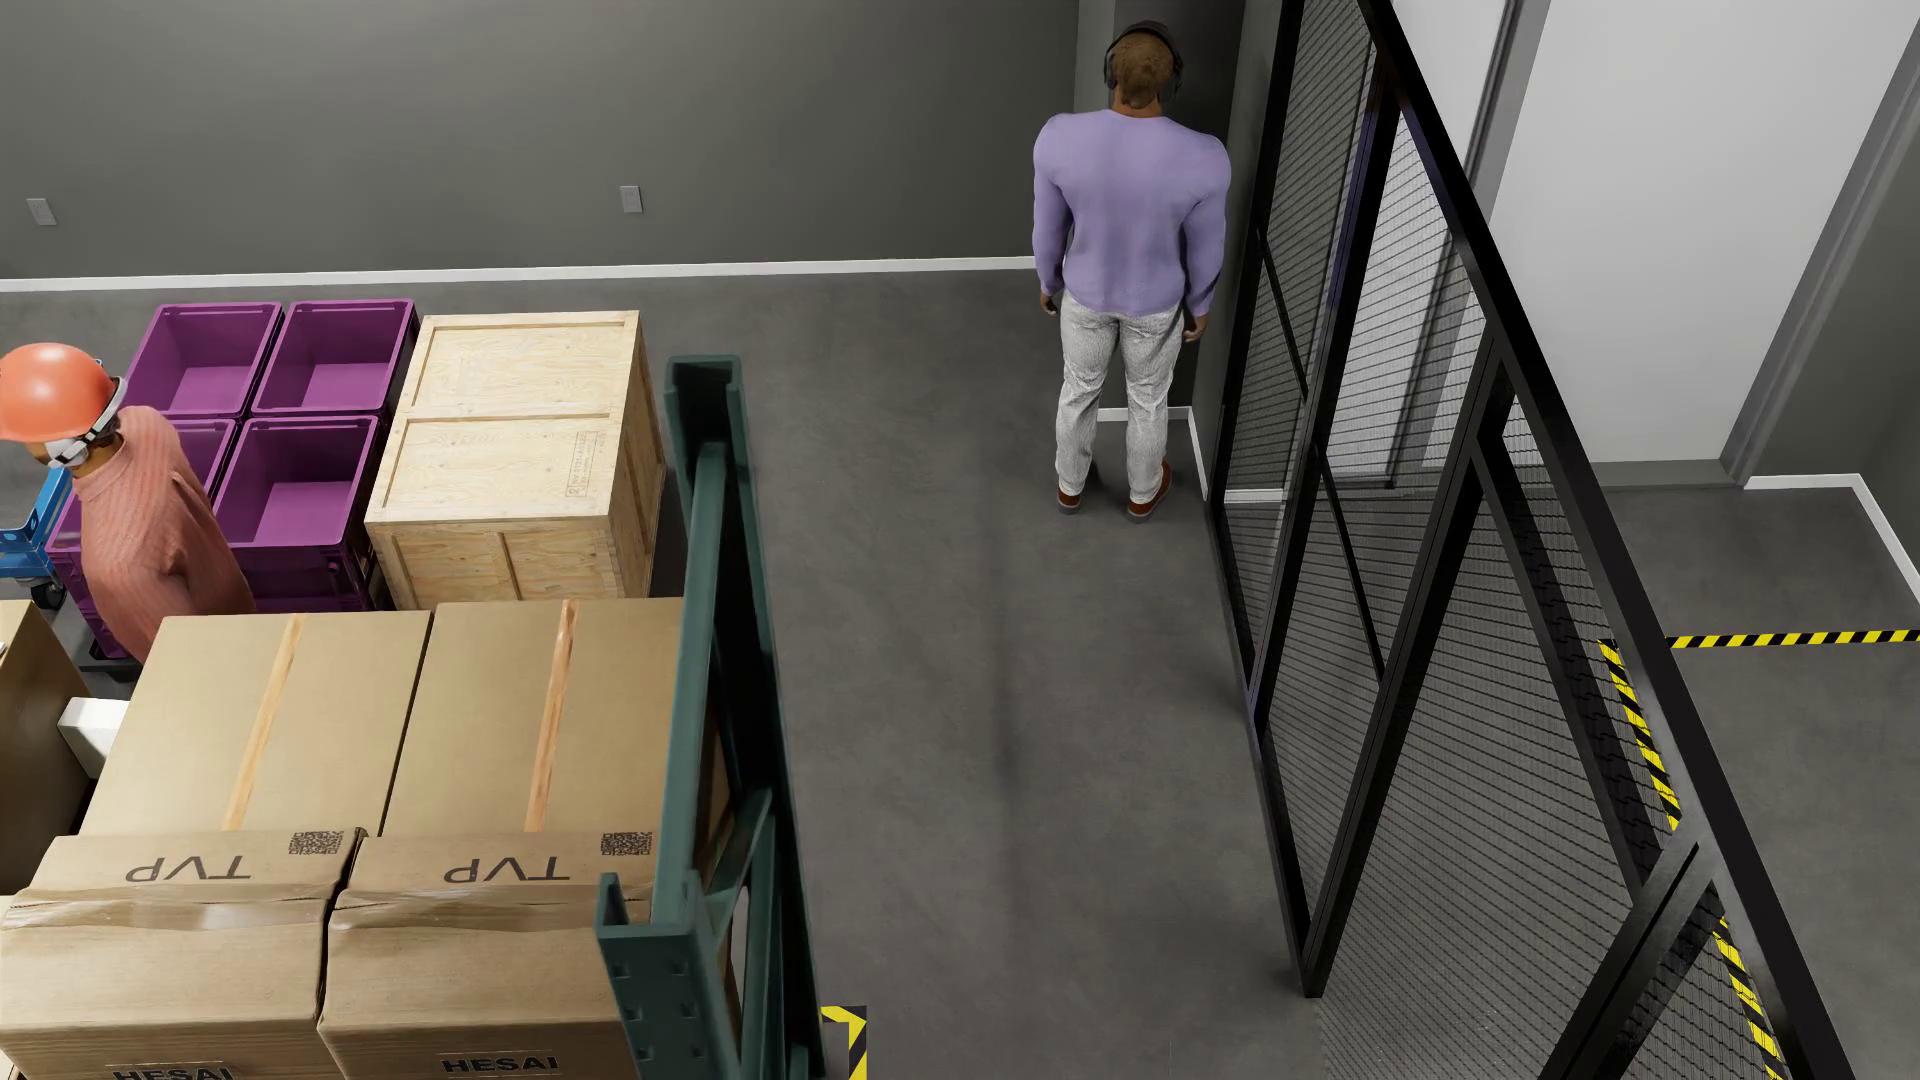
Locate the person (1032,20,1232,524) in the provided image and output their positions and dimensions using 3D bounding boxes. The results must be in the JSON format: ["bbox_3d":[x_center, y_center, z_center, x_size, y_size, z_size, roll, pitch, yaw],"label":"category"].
[{"bbox_3d":[0.545,-0.832,5.551,0.630,1.940,0.372,10,47,9],"label":"person"}]

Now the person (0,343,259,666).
[{"bbox_3d":[-2.068,0.265,4.465,0.396,1.992,0.619,-12,47,-11],"label":"person"}]
